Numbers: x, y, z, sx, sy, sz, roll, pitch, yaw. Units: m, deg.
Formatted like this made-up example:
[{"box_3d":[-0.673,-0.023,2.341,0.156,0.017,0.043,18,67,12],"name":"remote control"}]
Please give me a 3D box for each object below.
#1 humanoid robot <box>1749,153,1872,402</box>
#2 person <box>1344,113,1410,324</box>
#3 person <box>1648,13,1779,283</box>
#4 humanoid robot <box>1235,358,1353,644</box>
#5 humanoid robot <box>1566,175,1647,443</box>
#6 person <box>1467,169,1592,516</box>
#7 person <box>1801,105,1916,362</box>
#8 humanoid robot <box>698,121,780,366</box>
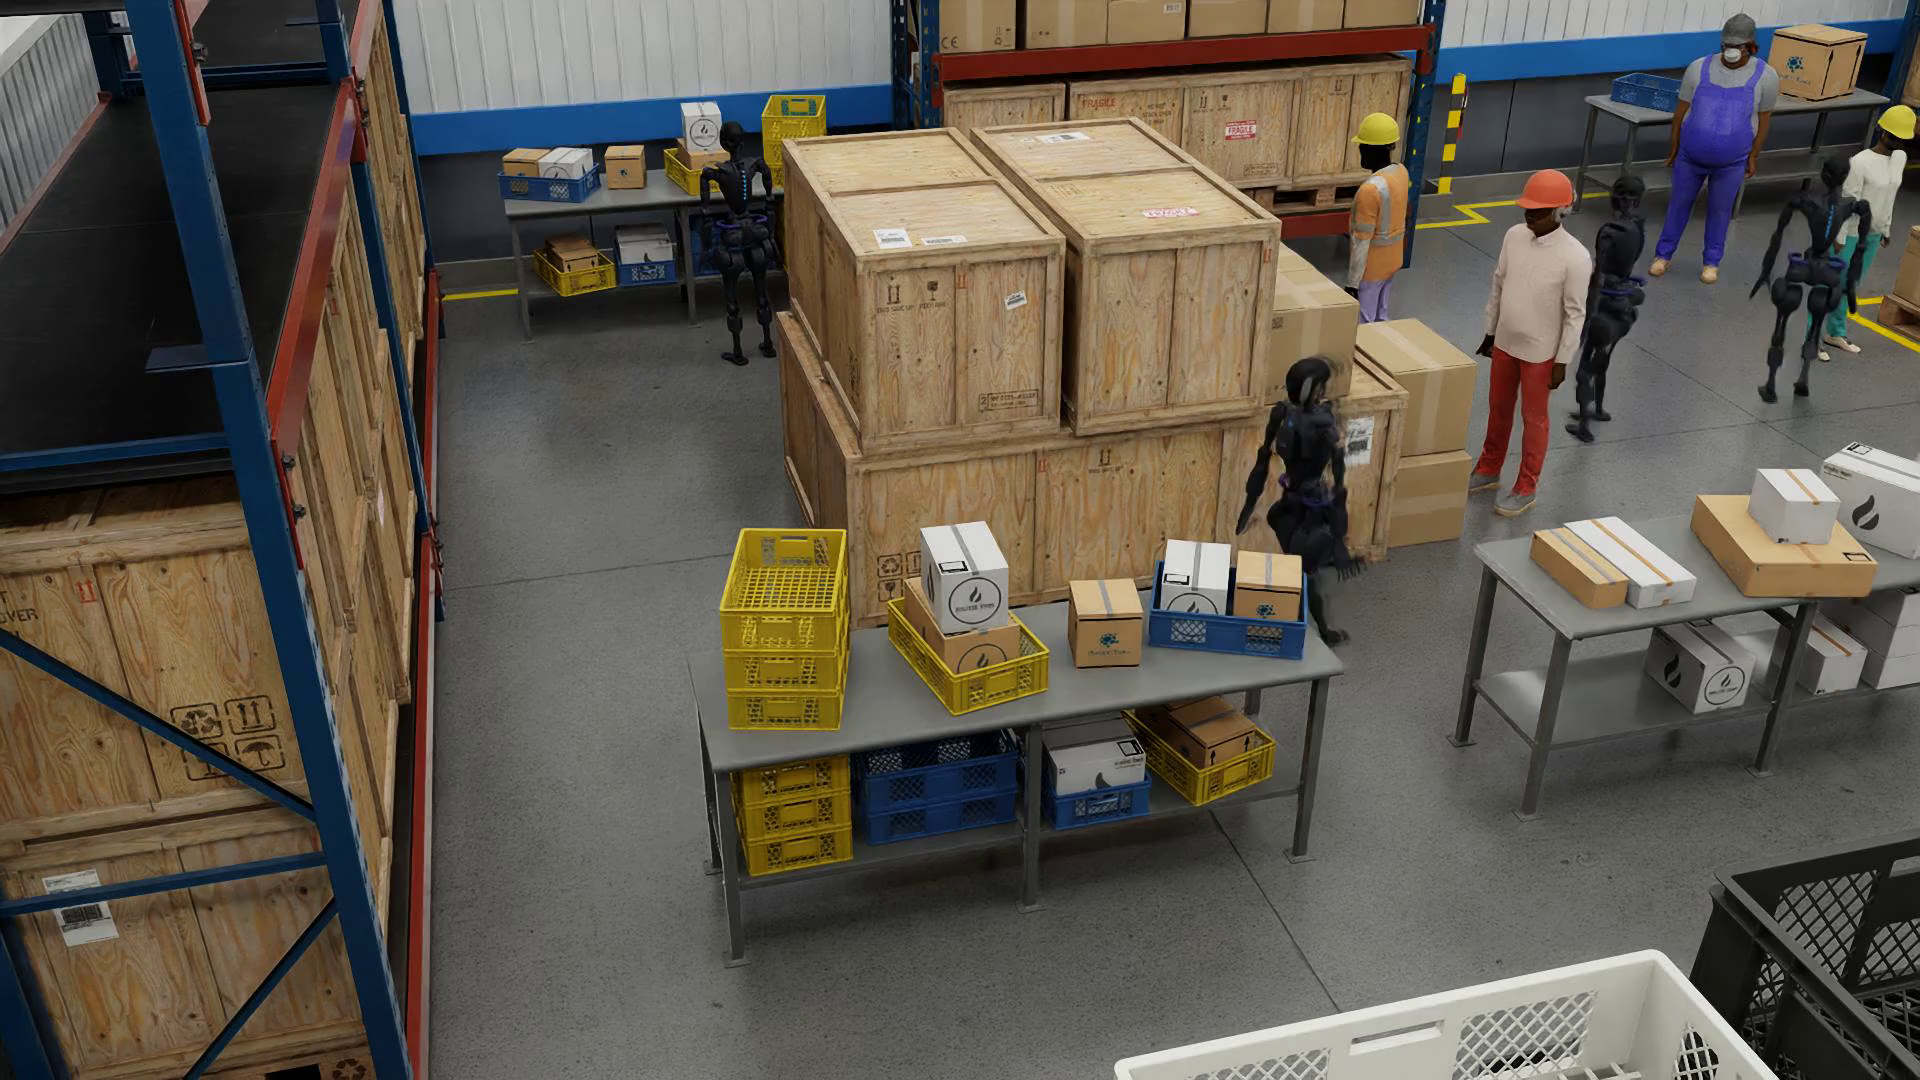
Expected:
[{"box_3d":[5.455,-1.677,10.706,0.620,1.650,0.390,8,30,15],"name":"humanoid robot"},{"box_3d":[2.600,-1.755,10.599,0.405,1.918,0.582,18,34,29],"name":"person"},{"box_3d":[5.745,-2.967,12.667,0.682,2.000,0.536,15,32,25],"name":"person"},{"box_3d":[1.598,-0.100,7.882,0.789,1.623,0.616,-11,31,-19],"name":"humanoid robot"},{"box_3d":[4.012,-1.439,10.279,0.632,1.635,0.340,-25,38,-38],"name":"humanoid robot"},{"box_3d":[3.164,-1.097,9.321,0.394,1.991,0.621,-15,32,-25],"name":"person"},{"box_3d":[6.176,-2.095,11.375,0.523,1.760,0.324,-13,31,-23],"name":"person"},{"box_3d":[-1.499,-2.028,11.323,0.584,1.657,0.327,-18,33,-29],"name":"humanoid robot"}]
